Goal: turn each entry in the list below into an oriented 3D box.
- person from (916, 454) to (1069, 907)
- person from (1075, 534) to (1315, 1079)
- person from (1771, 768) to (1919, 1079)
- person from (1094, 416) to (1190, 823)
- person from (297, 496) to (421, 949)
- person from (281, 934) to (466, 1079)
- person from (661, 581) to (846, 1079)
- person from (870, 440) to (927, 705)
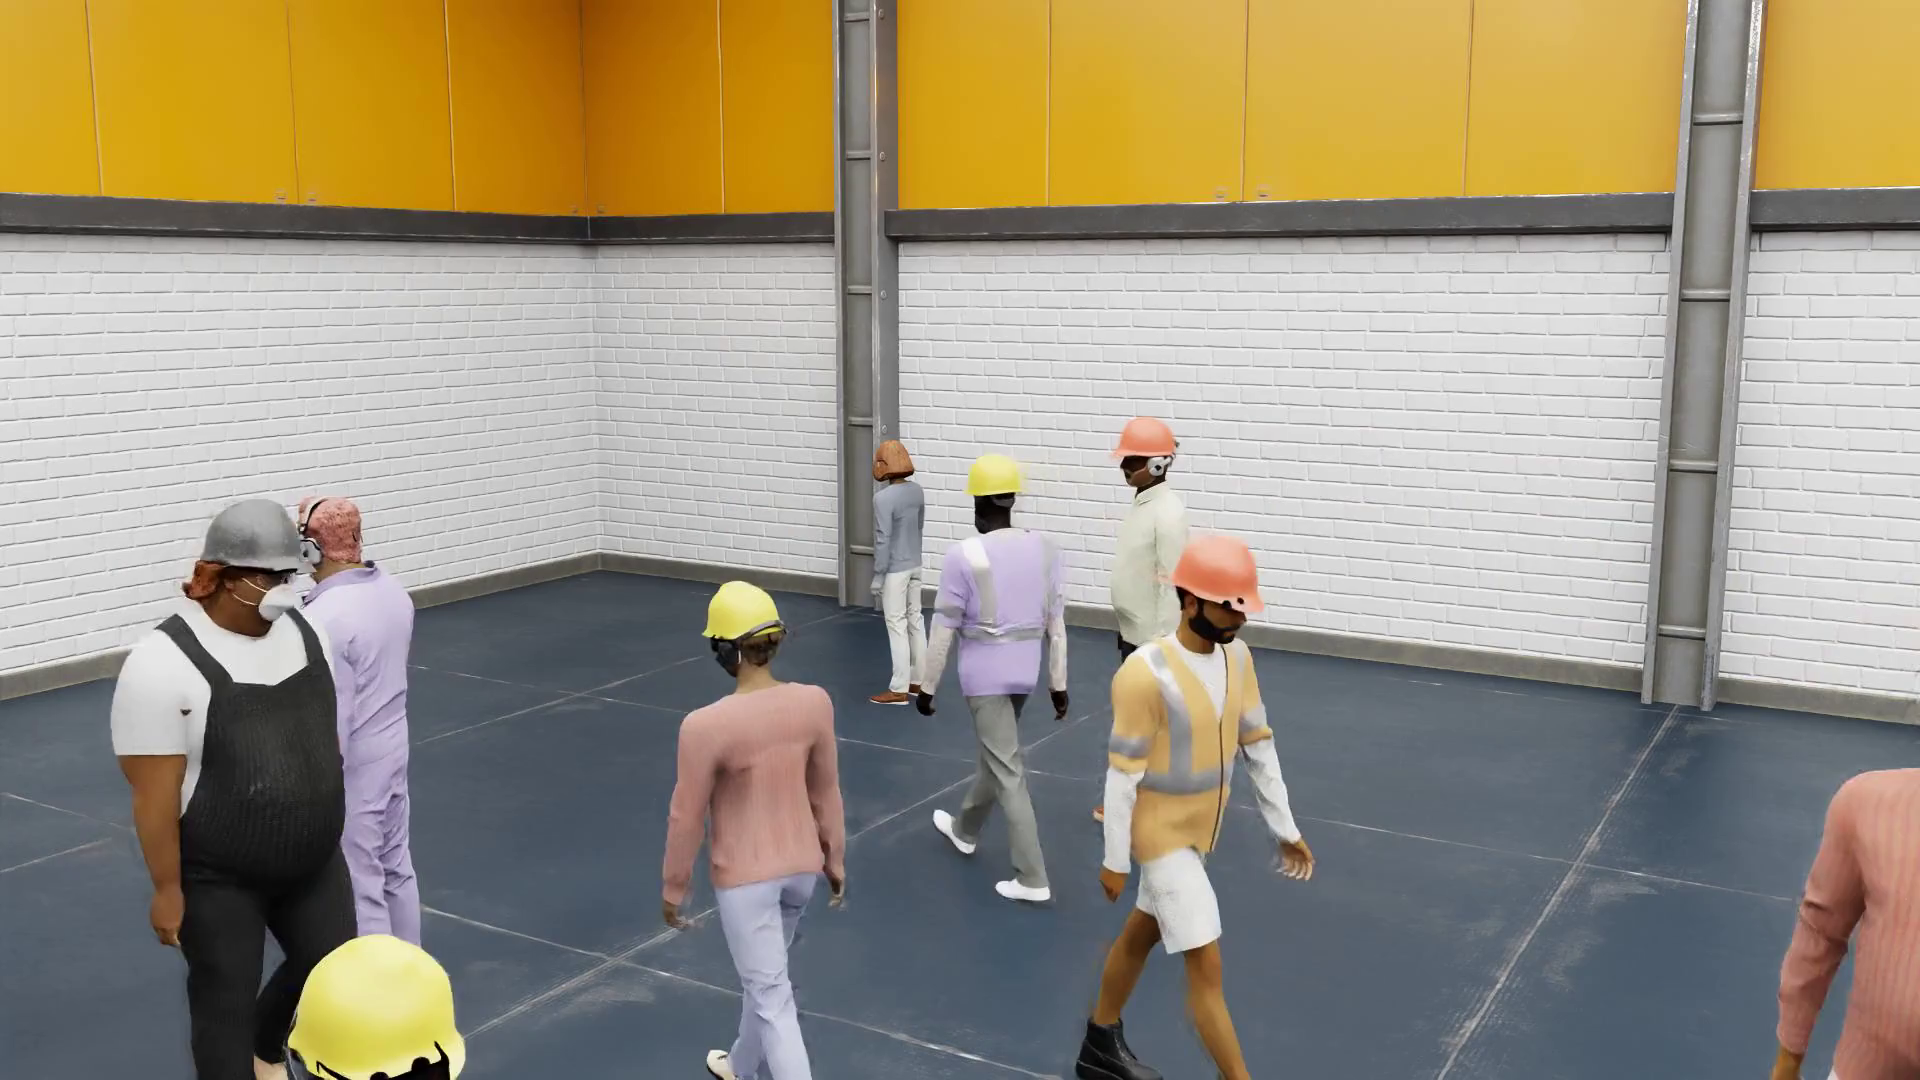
[{"bbox_3d":[0.121,0.569,7.180,0.602,1.875,0.971,-8,12,-39],"label":"person"},{"bbox_3d":[0.743,0.904,5.084,1.004,1.867,0.576,8,12,41],"label":"person"},{"bbox_3d":[2.026,1.133,3.438,0.676,1.957,0.406,9,13,44],"label":"person"},{"bbox_3d":[0.869,0.416,7.762,0.375,1.996,0.611,-2,9,-11],"label":"person"},{"bbox_3d":[-2.102,0.794,5.696,0.400,1.903,0.645,1,9,4],"label":"person"},{"bbox_3d":[-0.809,1.400,2.384,0.519,1.758,0.343,-8,12,-43],"label":"person"},{"bbox_3d":[-0.660,0.980,5.025,0.542,1.728,0.846,-8,12,-42],"label":"person"},{"bbox_3d":[-0.387,0.199,10.250,0.286,1.632,0.500,5,11,30],"label":"person"}]
